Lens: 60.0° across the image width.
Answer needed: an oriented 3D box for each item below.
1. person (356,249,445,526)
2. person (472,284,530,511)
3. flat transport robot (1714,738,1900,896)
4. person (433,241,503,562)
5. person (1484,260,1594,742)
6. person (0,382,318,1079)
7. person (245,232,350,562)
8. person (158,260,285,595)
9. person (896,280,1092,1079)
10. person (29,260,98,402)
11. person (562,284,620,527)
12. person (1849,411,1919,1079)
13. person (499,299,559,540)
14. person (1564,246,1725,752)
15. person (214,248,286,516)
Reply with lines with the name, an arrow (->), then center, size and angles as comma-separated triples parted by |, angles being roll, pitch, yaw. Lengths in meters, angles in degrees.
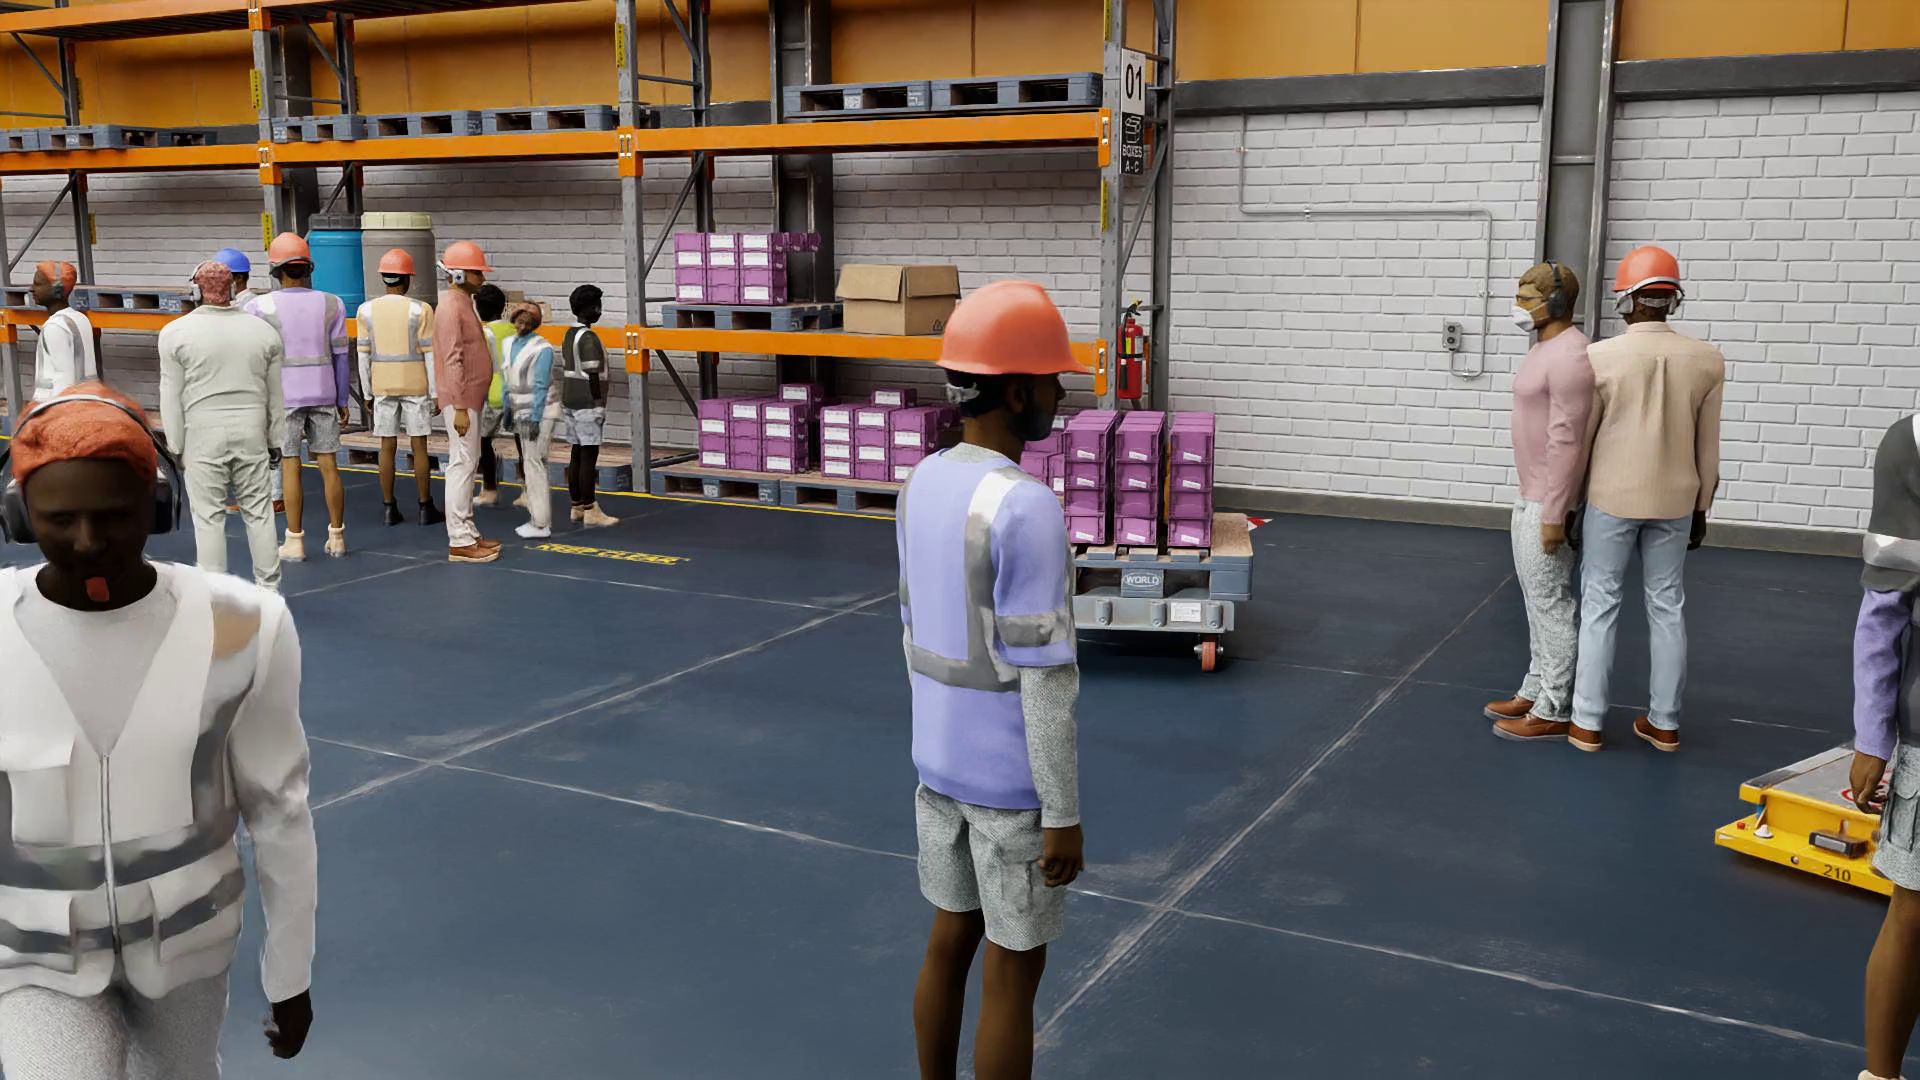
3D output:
person -> -3.917, -1.063, 11.684 | 0.551, 1.935, 0.371 | 0, 10, -1
person -> -3.423, -1.053, 12.330 | 0.659, 1.667, 0.556 | 8, 13, 37
flat transport robot -> 3.226, 0.882, 5.593 | 1.431, 0.197, 0.652 | -8, 13, -37
person -> -3.090, -0.865, 10.445 | 0.397, 1.990, 0.623 | -2, 10, -9
person -> 2.374, -0.153, 6.721 | 0.366, 1.932, 0.629 | 2, 10, 10
person -> -1.347, 0.652, 2.638 | 0.621, 1.825, 0.997 | -6, 12, -29
person -> -4.122, -0.883, 10.398 | 0.608, 2.048, 0.370 | -8, 13, -39
person -> -3.961, -0.542, 8.955 | 0.398, 1.900, 0.635 | 10, 14, 44
person -> 0.085, 0.451, 3.381 | 0.358, 1.938, 0.545 | -6, 12, -30
person -> -5.275, -0.701, 9.843 | 0.349, 1.884, 0.584 | -3, 11, -15
person -> -2.615, -0.938, 11.667 | 0.321, 1.694, 0.529 | -6, 12, -29
person -> 2.147, 0.398, 3.382 | 0.605, 2.044, 0.375 | 3, 11, 17
person -> -2.900, -0.815, 11.229 | 0.353, 1.616, 0.539 | -9, 13, -39
person -> 2.655, -0.150, 6.553 | 0.617, 1.986, 0.407 | 0, 10, -1
person -> -5.166, -1.125, 12.036 | 0.612, 1.941, 0.404 | 8, 13, 37
